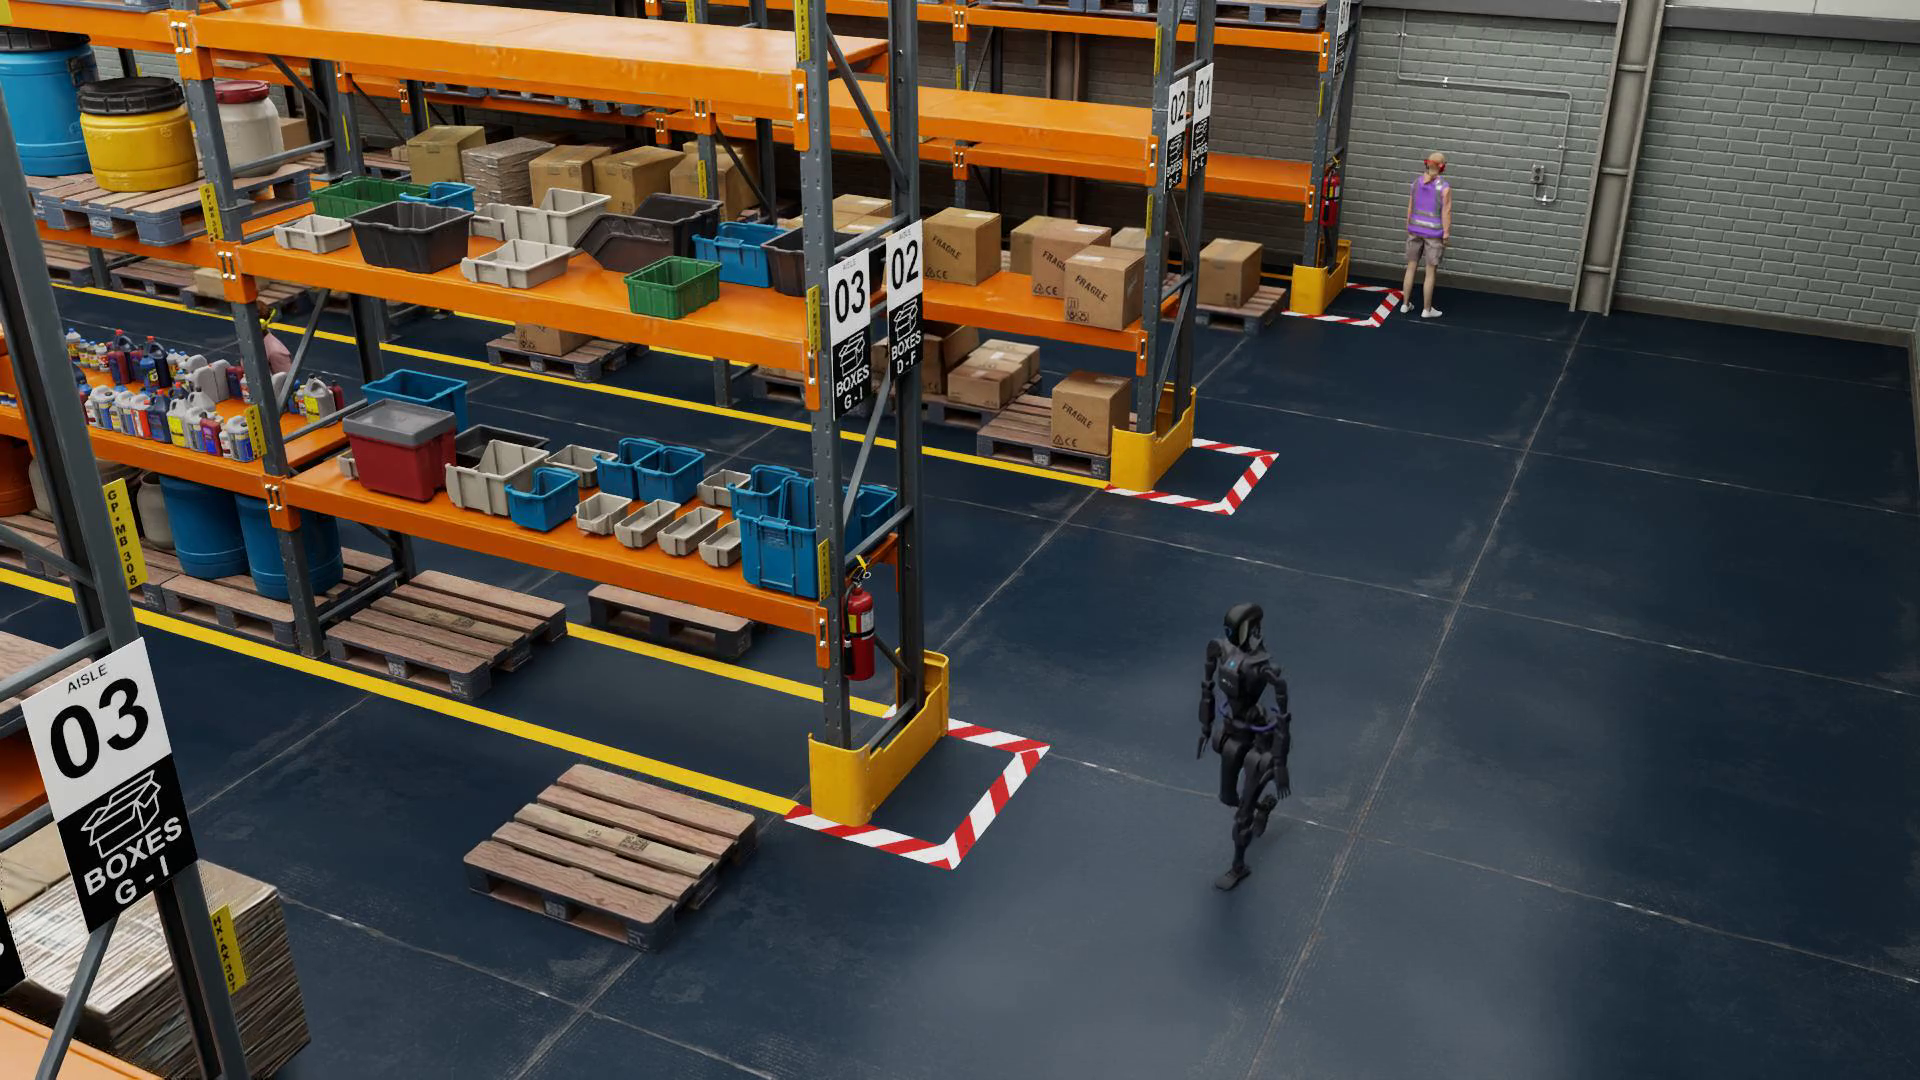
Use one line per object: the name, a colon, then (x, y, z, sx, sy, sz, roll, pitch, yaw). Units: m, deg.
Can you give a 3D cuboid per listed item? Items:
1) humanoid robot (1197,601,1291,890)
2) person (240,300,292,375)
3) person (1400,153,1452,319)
humanoid robot: (1.573, 1.017, 8.681, 0.629, 1.632, 0.605, -21, 33, -36)
person: (-5.129, -0.936, 12.471, 0.528, 1.801, 0.336, 18, 32, 32)
person: (4.766, -3.102, 16.980, 0.350, 1.693, 0.478, -24, 35, -39)
